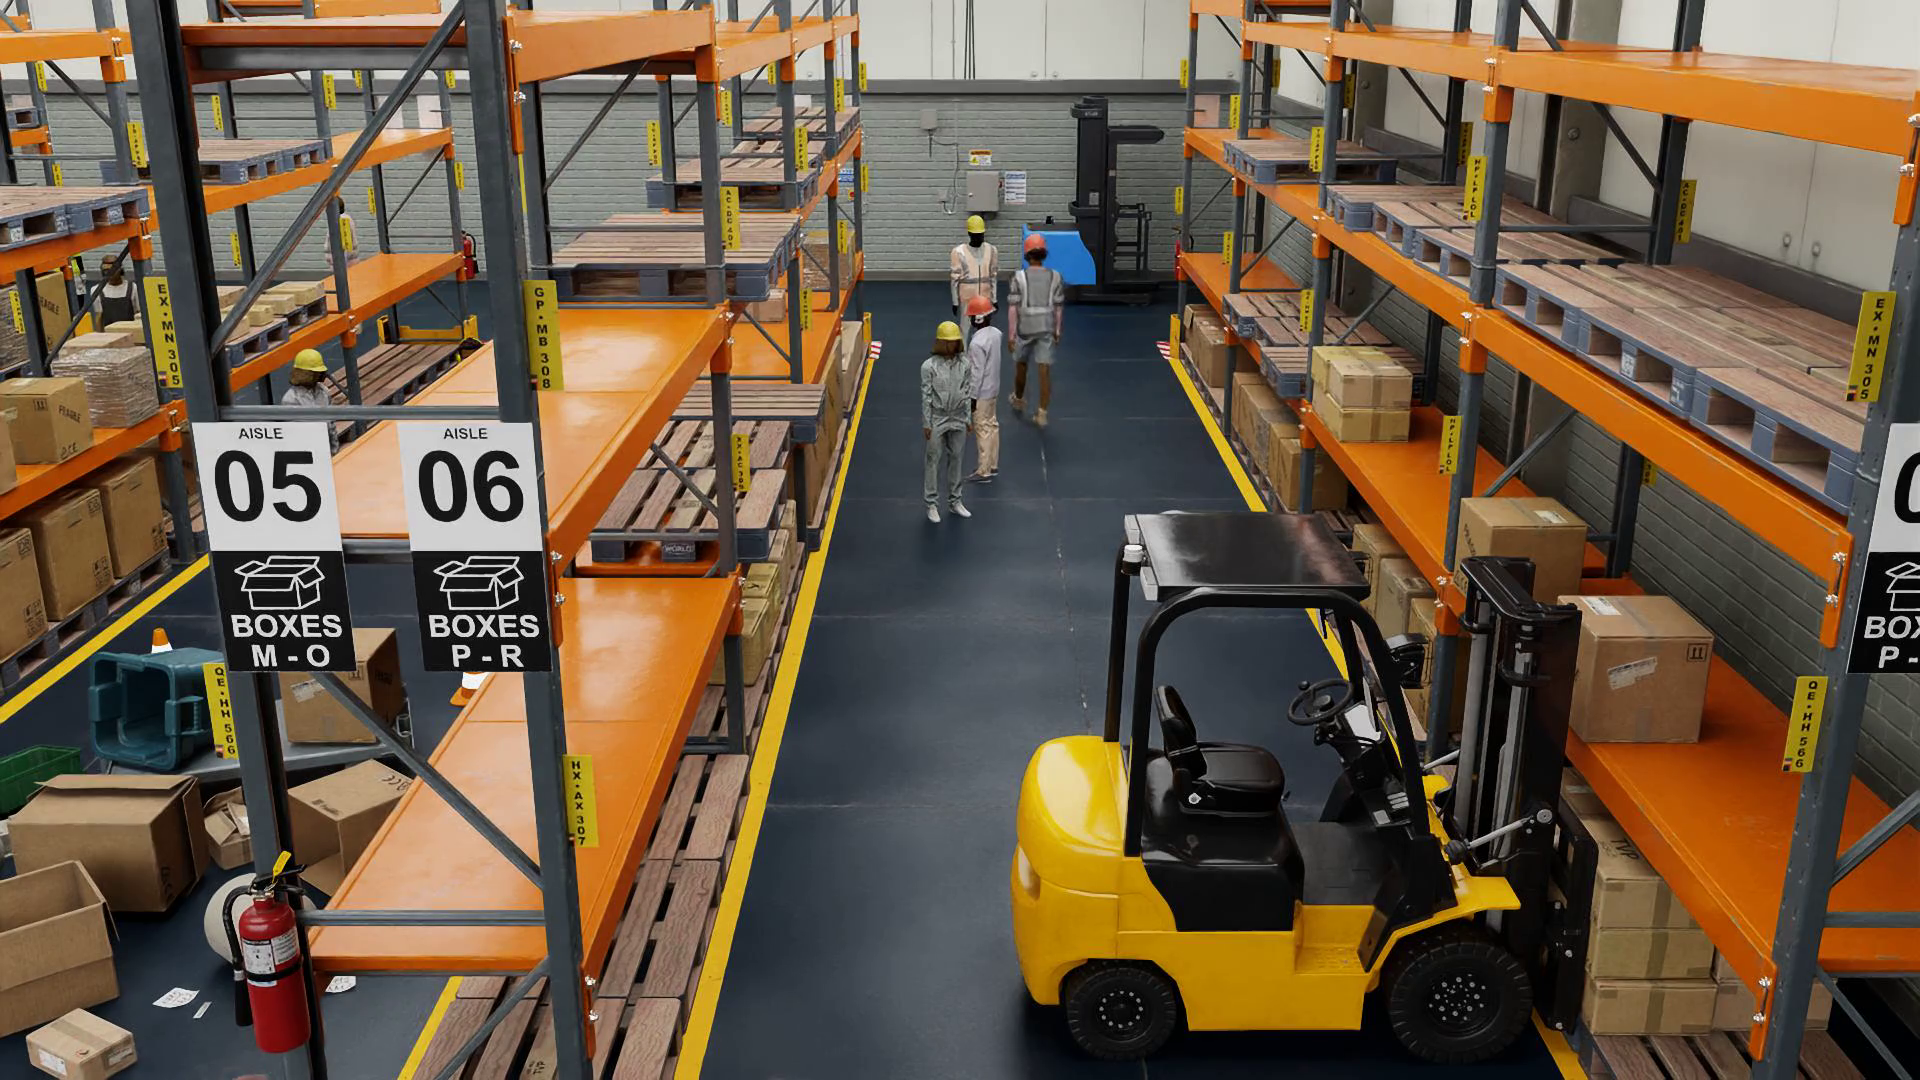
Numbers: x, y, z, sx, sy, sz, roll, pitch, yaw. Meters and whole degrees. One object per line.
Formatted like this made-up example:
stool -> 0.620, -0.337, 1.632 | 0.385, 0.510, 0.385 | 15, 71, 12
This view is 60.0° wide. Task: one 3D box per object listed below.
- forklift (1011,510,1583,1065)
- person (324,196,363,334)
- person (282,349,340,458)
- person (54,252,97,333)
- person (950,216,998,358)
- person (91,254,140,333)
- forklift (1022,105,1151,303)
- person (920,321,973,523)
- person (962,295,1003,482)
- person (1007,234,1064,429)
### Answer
forklift -> 1.387, 1.055, 7.378 | 2.313, 2.155, 1.214 | 0, 18, 0
person -> -8.242, -3.671, 22.223 | 0.429, 1.840, 0.627 | -4, 19, -11
person -> -5.156, -0.678, 13.348 | 0.322, 1.734, 0.488 | 8, 20, 22
person -> -11.765, -3.522, 21.994 | 0.532, 1.698, 0.319 | 7, 20, 21
person -> 0.181, -2.856, 19.620 | 0.594, 1.925, 0.368 | -7, 20, -21
person -> -8.748, -2.075, 17.413 | 0.506, 1.837, 0.360 | -4, 19, -11
forklift -> 1.857, -4.944, 24.441 | 1.873, 2.768, 1.129 | 0, 18, 0
person -> -0.105, -1.025, 14.371 | 0.487, 1.746, 0.287 | -10, 21, -29
person -> 0.200, -1.411, 15.523 | 0.326, 1.752, 0.559 | 6, 19, 18
person -> 0.773, -2.237, 17.640 | 0.639, 1.991, 1.017 | -4, 19, -11
